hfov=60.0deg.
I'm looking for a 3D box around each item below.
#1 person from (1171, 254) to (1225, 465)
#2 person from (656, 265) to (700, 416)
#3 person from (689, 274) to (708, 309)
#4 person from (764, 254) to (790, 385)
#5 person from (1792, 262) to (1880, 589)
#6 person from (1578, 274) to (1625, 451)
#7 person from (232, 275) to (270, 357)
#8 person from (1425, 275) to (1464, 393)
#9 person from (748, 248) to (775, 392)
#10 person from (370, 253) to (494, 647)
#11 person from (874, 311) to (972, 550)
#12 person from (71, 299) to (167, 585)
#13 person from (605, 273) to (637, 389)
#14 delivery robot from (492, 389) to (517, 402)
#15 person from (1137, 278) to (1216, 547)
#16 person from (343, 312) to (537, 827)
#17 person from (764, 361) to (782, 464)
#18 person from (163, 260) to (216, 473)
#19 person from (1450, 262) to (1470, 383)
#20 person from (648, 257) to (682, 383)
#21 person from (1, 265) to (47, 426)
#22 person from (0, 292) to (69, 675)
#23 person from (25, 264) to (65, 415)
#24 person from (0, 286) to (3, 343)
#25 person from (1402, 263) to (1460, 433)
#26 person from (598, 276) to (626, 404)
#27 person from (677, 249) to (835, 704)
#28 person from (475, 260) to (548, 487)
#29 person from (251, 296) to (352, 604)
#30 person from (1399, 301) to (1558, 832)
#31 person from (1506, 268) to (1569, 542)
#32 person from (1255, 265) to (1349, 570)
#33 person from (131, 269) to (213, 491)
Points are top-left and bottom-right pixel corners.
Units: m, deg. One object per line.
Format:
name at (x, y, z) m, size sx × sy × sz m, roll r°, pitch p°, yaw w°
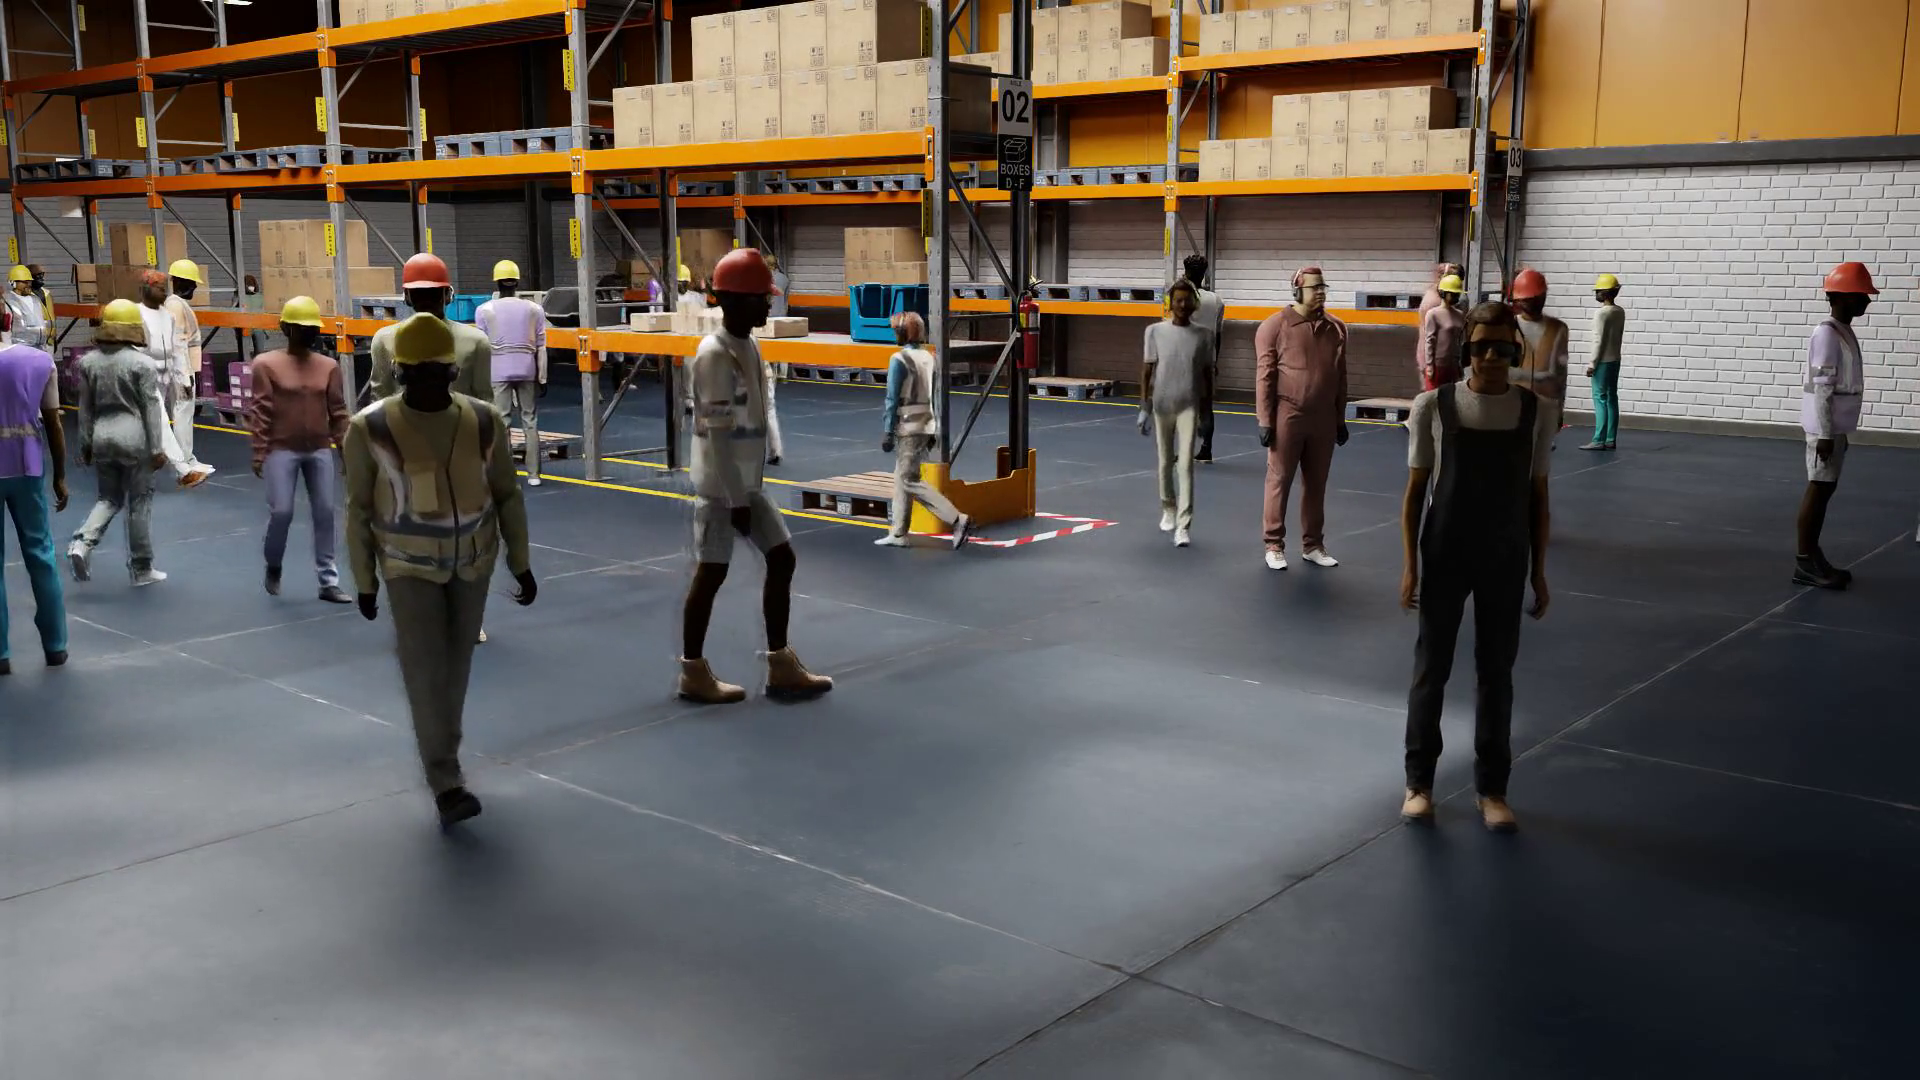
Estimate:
person at (2.176, -1.667, 15.484) m, size 0.612 × 1.965 × 0.362 m, roll -7°, pitch 12°, yaw -34°
person at (-3.350, -2.385, 19.983) m, size 0.589 × 1.822 × 0.403 m, roll -8°, pitch 13°, yaw -38°
person at (-4.077, -3.317, 25.861) m, size 0.289 × 1.629 × 0.498 m, roll 6°, pitch 11°, yaw 29°
person at (-2.774, -3.258, 24.638) m, size 0.370 × 1.934 × 0.627 m, roll 7°, pitch 12°, yaw 34°
person at (5.241, -0.683, 9.963) m, size 0.357 × 1.937 × 0.551 m, roll 7°, pitch 12°, yaw 35°
person at (6.448, -1.777, 16.685) m, size 0.533 × 1.766 × 0.317 m, roll -9°, pitch 13°, yaw -41°
person at (-10.269, -3.016, 24.107) m, size 0.497 × 1.635 × 0.286 m, roll -9°, pitch 13°, yaw -41°
person at (4.732, -1.697, 16.231) m, size 0.523 × 1.767 × 0.318 m, roll -7°, pitch 12°, yaw -36°
person at (-2.778, -2.960, 22.697) m, size 0.769 × 2.014 × 0.629 m, roll -4°, pitch 11°, yaw -21°
person at (-2.678, -0.451, 8.480) m, size 0.608 × 1.995 × 0.377 m, roll -3°, pitch 10°, yaw -15°
person at (-0.257, -0.715, 11.057) m, size 0.701 × 1.612 × 0.508 m, roll 4°, pitch 11°, yaw 23°
person at (-5.010, -0.561, 9.868) m, size 0.500 × 1.723 × 0.569 m, roll 2°, pitch 10°, yaw 9°
person at (-5.026, -2.987, 23.863) m, size 0.738 × 1.671 × 0.516 m, roll 4°, pitch 11°, yaw 23°
delivery robot at (-5.828, -1.927, 20.713) m, size 0.707 × 0.478 × 0.477 m, roll -2°, pitch 10°, yaw -12°
person at (1.512, -0.911, 11.615) m, size 0.518 × 1.826 × 0.986 m, roll 2°, pitch 10°, yaw 11°
person at (-1.809, 0.101, 5.915) m, size 0.595 × 1.792 × 0.890 m, roll -8°, pitch 13°, yaw -37°
person at (-1.928, -1.522, 15.725) m, size 0.524 × 1.591 × 0.868 m, roll -6°, pitch 12°, yaw -32°
person at (-6.957, -1.551, 14.965) m, size 0.379 × 1.918 × 0.585 m, roll -5°, pitch 11°, yaw -26°
person at (5.064, -1.916, 17.174) m, size 0.328 × 1.874 × 0.521 m, roll 6°, pitch 12°, yaw 31°
person at (-4.373, -3.297, 24.890) m, size 0.548 × 1.928 × 0.393 m, roll -4°, pitch 11°, yaw -21°
person at (-10.532, -2.177, 18.773) m, size 0.404 × 1.828 × 0.602 m, roll 2°, pitch 10°, yaw 12°
person at (-4.560, -0.279, 7.925) m, size 0.570 × 1.843 × 0.372 m, roll -9°, pitch 13°, yaw -42°
person at (-11.075, -2.384, 19.959) m, size 0.430 × 1.836 × 0.628 m, roll 2°, pitch 10°, yaw 9°
person at (-11.295, -2.341, 19.257) m, size 0.392 × 1.989 × 0.610 m, roll 5°, pitch 11°, yaw 24°
person at (4.720, -1.826, 16.654) m, size 0.524 × 1.878 × 0.659 m, roll 5°, pitch 11°, yaw 25°
person at (-4.628, -2.613, 21.740) m, size 0.536 × 1.665 × 0.822 m, roll 0°, pitch 10°, yaw 1°
person at (-0.901, -0.254, 7.299) m, size 0.842 × 2.007 × 0.632 m, roll 2°, pitch 10°, yaw 12°
person at (-3.792, -1.399, 14.091) m, size 0.588 × 1.920 × 0.395 m, roll -5°, pitch 11°, yaw -26°
person at (-3.748, -0.505, 9.458) m, size 0.490 × 1.755 × 0.575 m, roll 9°, pitch 14°, yaw 43°
person at (1.802, 0.100, 5.827) m, size 0.520 × 1.850 × 0.468 m, roll 1°, pitch 10°, yaw 8°
person at (3.992, -0.964, 11.734) m, size 0.547 × 1.896 × 0.933 m, roll 1°, pitch 10°, yaw 8°
person at (2.178, -0.768, 10.520) m, size 0.647 × 1.913 × 0.409 m, roll -3°, pitch 11°, yaw -19°
person at (-6.629, -1.313, 13.829) m, size 0.990 × 1.835 × 0.594 m, roll 3°, pitch 10°, yaw 14°
